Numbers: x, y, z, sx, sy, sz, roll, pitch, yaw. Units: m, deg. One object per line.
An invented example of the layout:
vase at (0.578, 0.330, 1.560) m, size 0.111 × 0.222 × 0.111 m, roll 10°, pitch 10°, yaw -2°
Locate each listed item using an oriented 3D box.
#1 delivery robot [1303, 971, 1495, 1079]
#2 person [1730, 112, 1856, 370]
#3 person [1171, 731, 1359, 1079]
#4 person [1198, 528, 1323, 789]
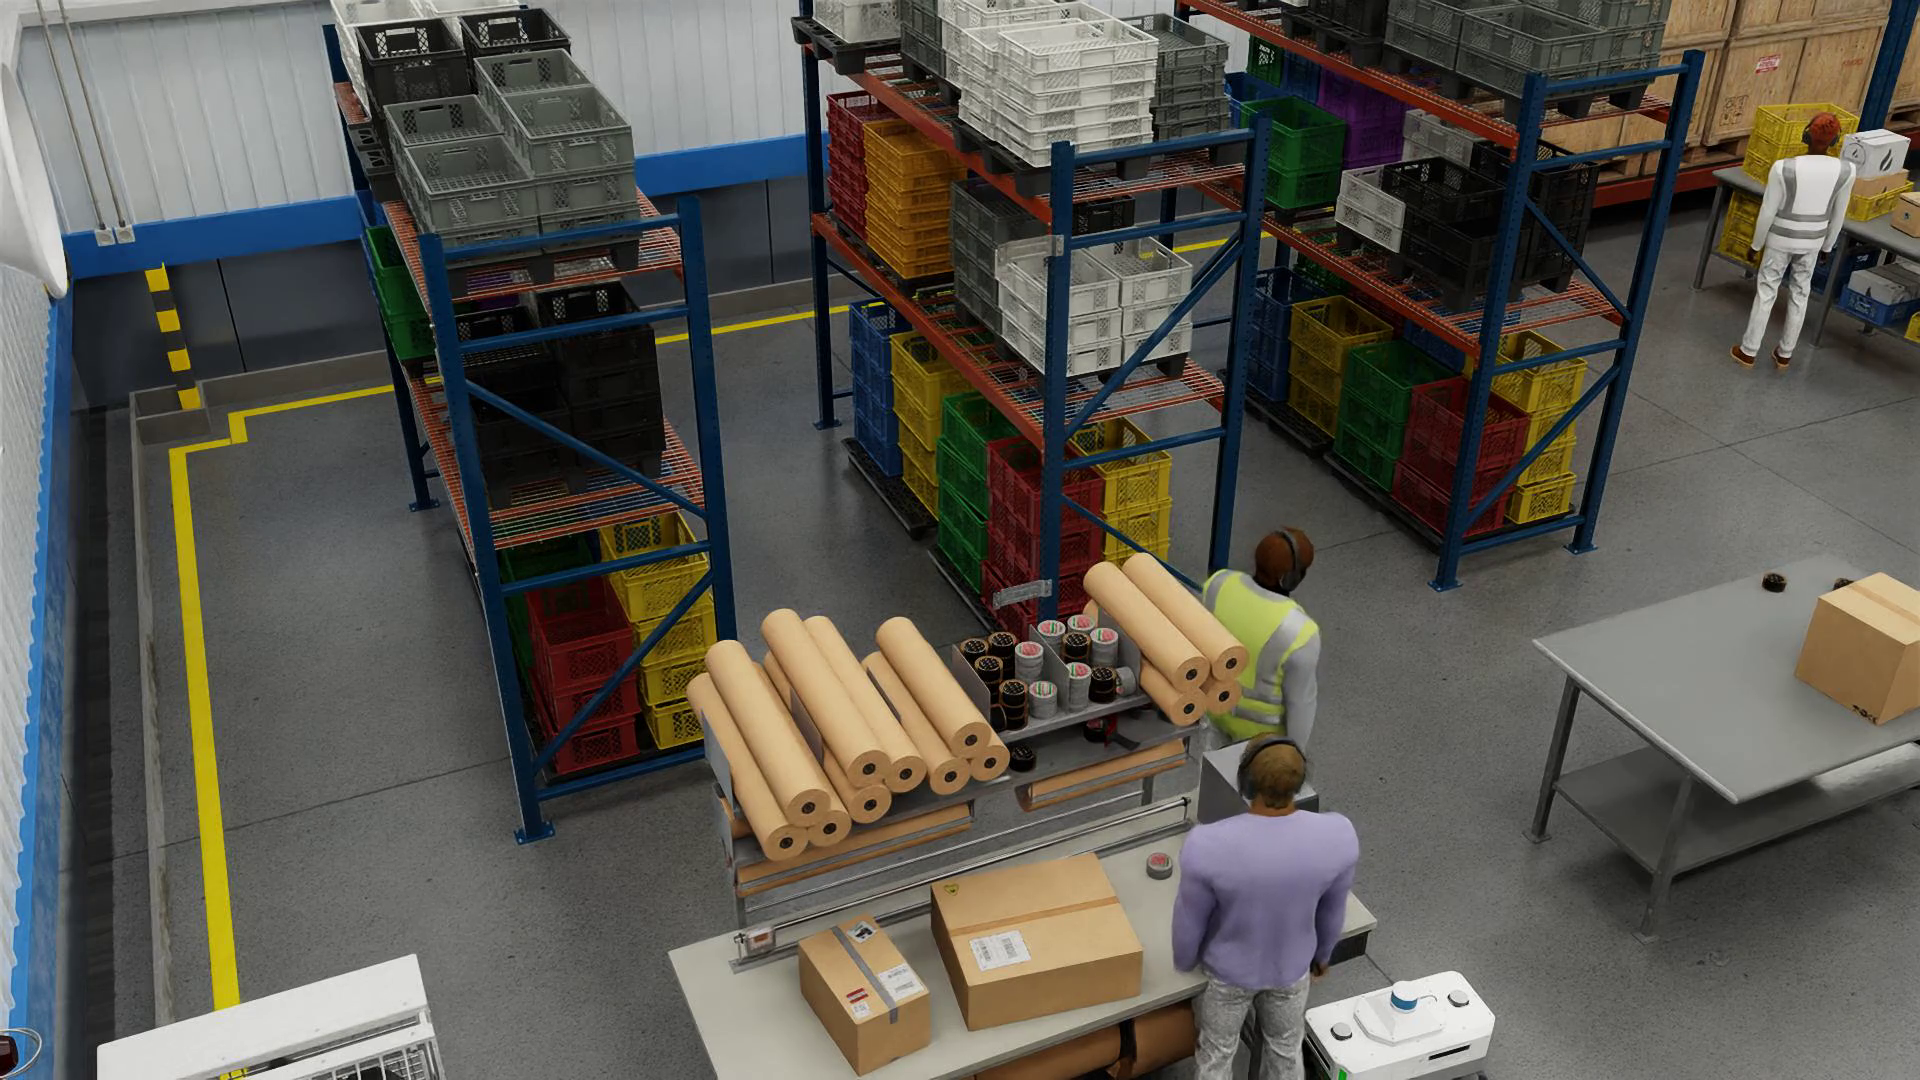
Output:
delivery robot at (1.702, 1.922, 6.469) m, size 0.707 × 0.478 × 0.477 m, roll -10°, pitch 33°, yaw -16°
person at (5.931, -2.110, 11.846) m, size 0.576 × 1.882 × 0.355 m, roll 4°, pitch 32°, yaw 6°
person at (1.050, 1.497, 5.946) m, size 0.627 × 1.931 × 0.368 m, roll -4°, pitch 32°, yaw -6°
person at (1.285, 0.753, 7.248) m, size 0.432 × 1.833 × 0.651 m, roll -23°, pitch 38°, yaw -32°
